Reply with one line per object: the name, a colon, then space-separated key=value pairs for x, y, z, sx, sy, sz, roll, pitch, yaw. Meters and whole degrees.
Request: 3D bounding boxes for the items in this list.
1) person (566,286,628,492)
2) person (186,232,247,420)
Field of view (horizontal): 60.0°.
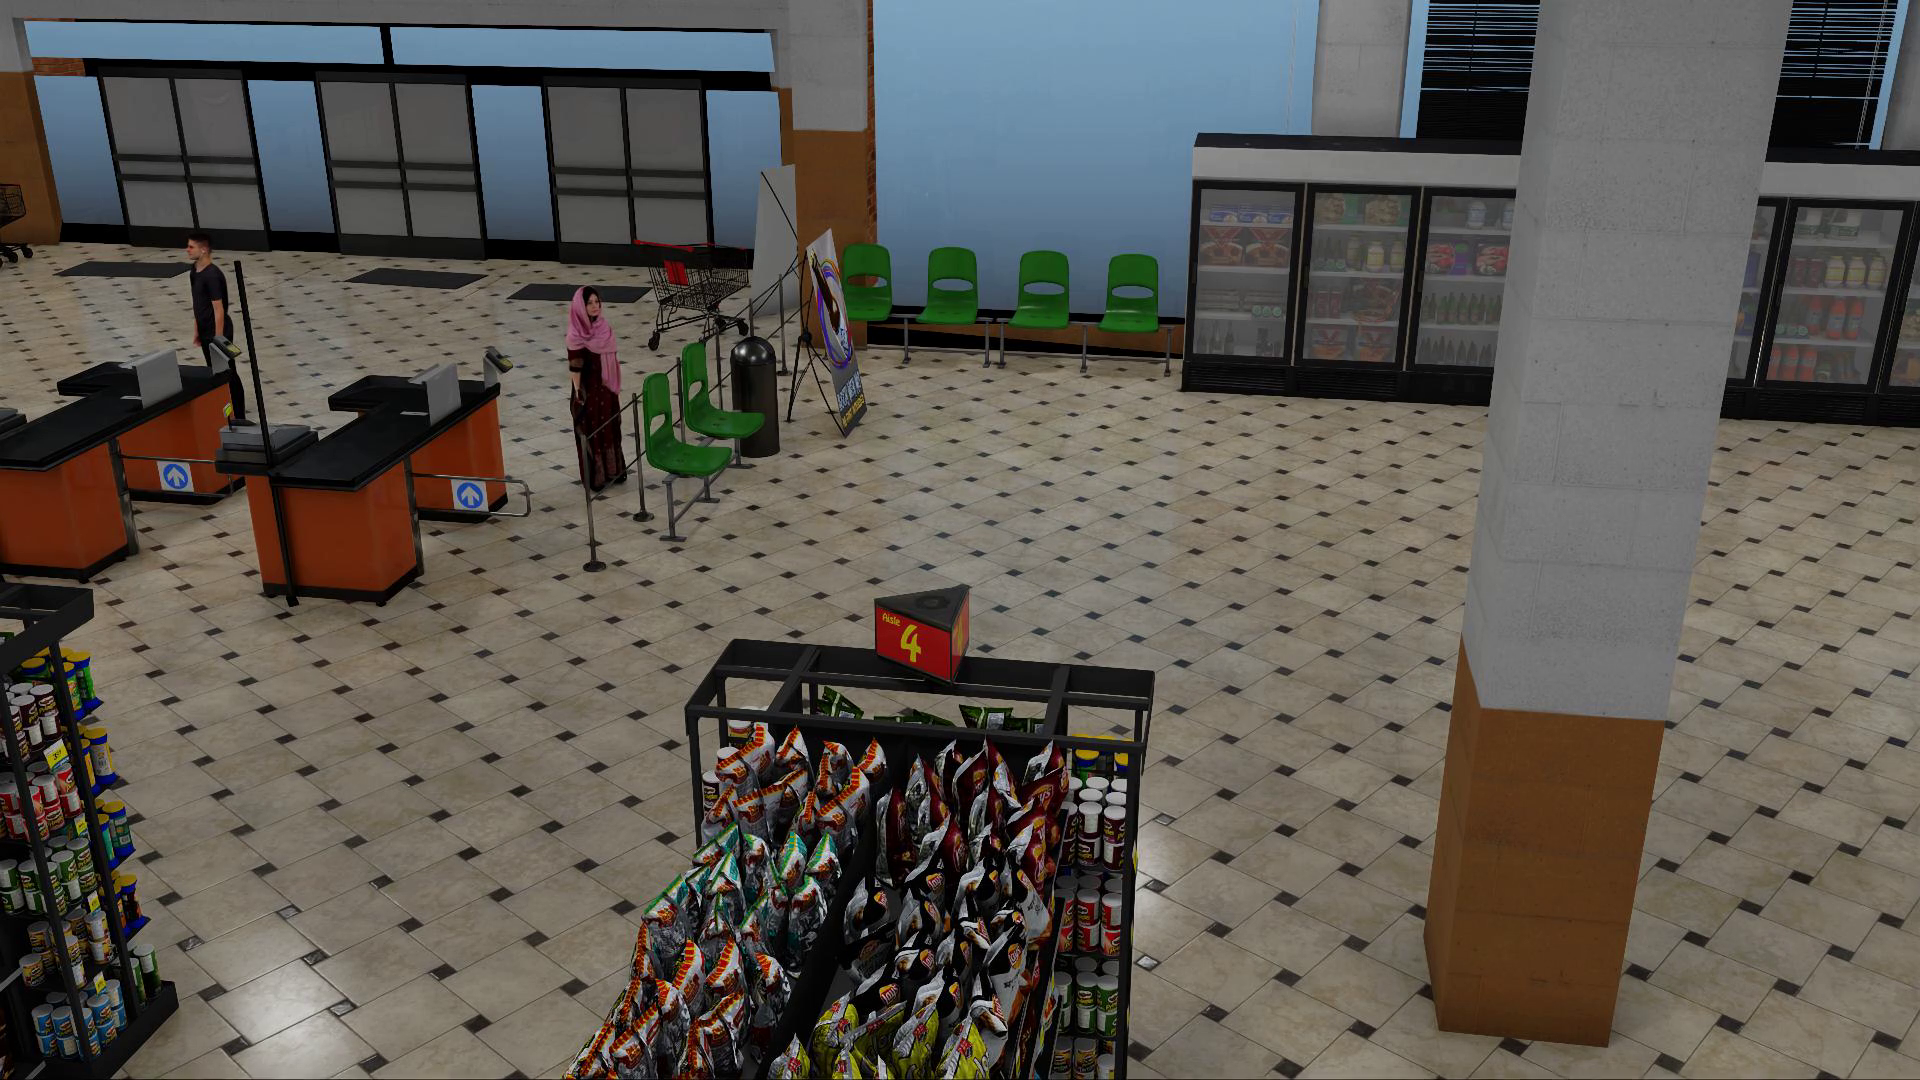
person: x=-2.893 y=-1.209 z=13.154 sx=0.810 sy=1.637 sz=0.683 roll=14 pitch=26 yaw=31
person: x=-6.466 y=-1.792 z=14.435 sx=0.715 sy=1.764 sz=0.732 roll=20 pitch=29 yaw=40
